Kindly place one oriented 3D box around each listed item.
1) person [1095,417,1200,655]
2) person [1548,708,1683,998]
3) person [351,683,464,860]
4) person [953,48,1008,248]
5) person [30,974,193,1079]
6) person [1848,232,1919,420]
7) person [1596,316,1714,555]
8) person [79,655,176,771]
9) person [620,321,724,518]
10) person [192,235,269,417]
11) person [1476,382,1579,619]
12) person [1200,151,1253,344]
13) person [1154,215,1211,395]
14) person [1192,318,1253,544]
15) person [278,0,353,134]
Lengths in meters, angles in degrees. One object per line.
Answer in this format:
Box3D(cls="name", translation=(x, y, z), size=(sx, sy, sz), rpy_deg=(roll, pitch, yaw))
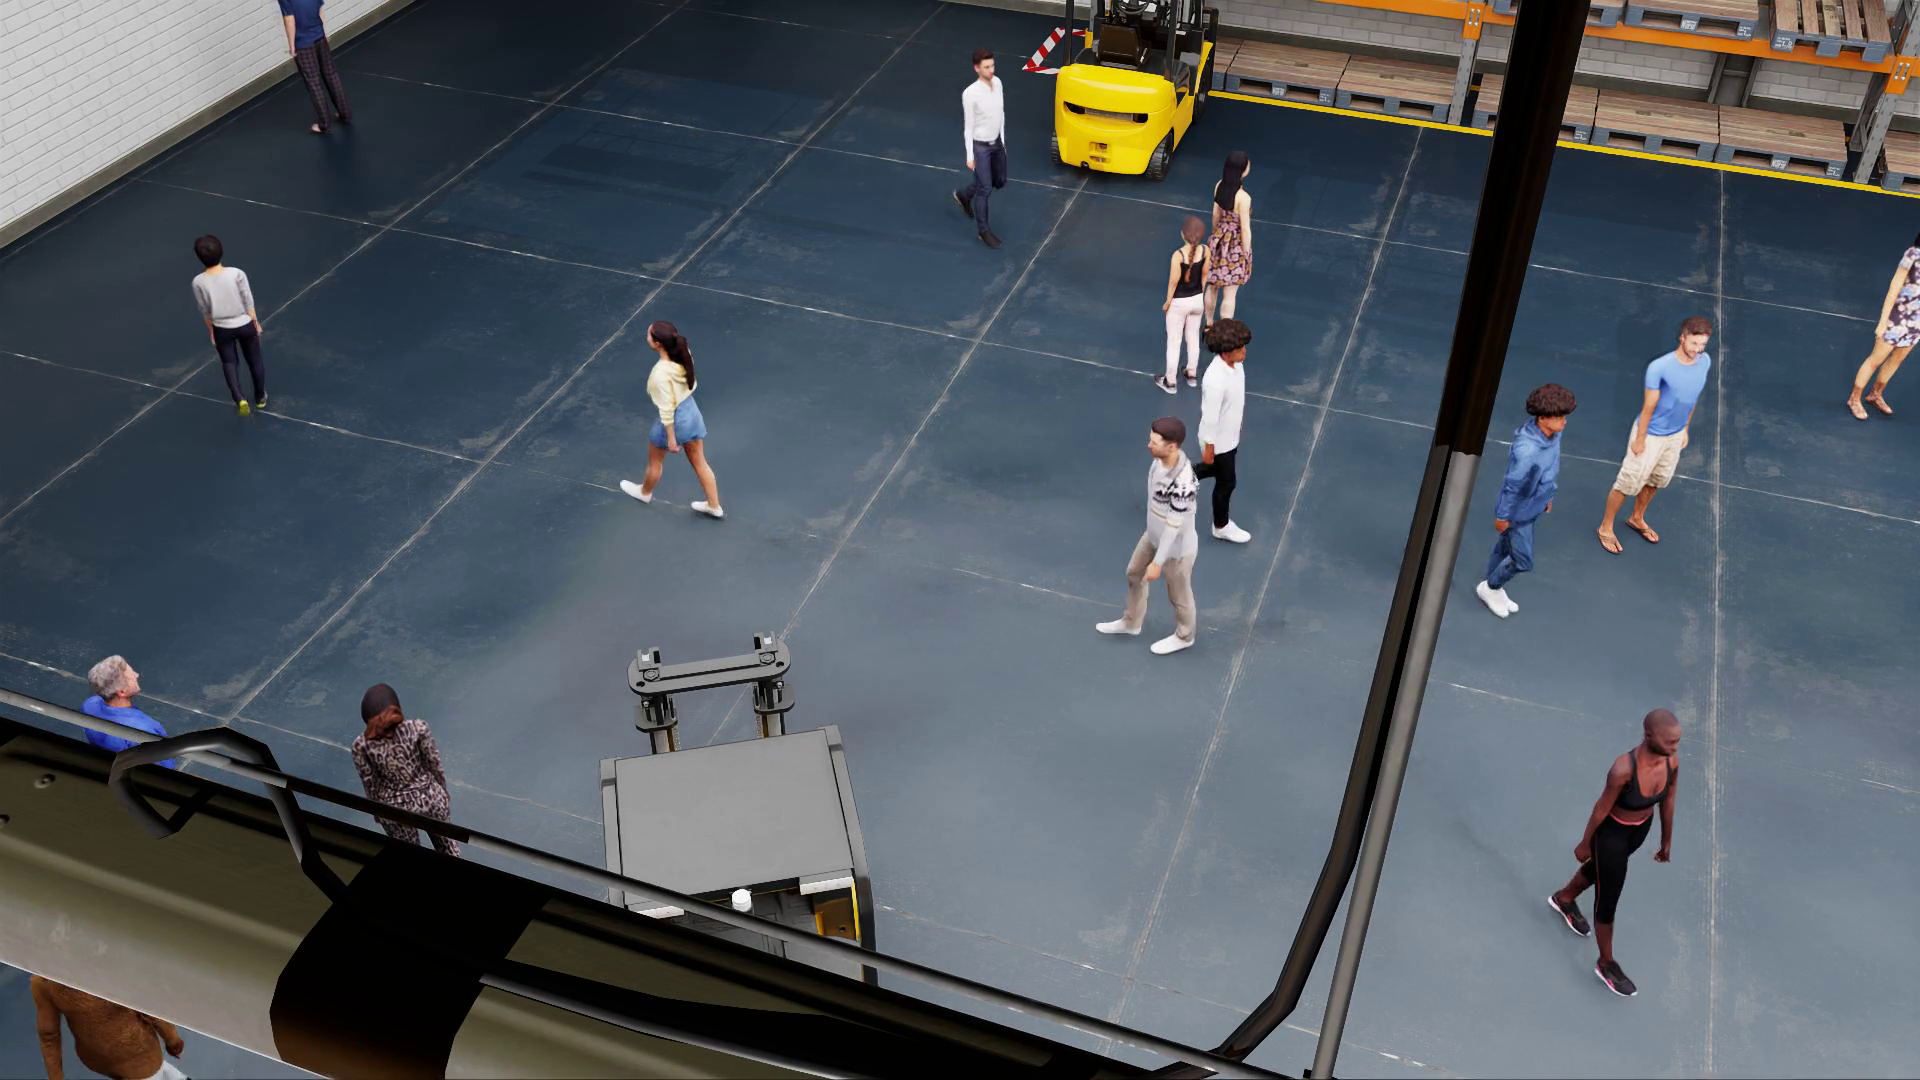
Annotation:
Box3D(cls="person", translation=(1.441, -0.012, 10.713), size=(1.021, 1.840, 0.930), rpy_deg=(-8, 39, -10))
Box3D(cls="person", translation=(3.479, 1.507, 8.890), size=(1.019, 1.741, 1.067), rpy_deg=(-14, 41, -17))
Box3D(cls="person", translation=(-2.973, 1.426, 9.014), size=(0.683, 1.713, 0.741), rpy_deg=(-17, 42, -20))
Box3D(cls="person", translation=(0.168, -3.641, 15.254), size=(0.868, 1.844, 1.046), rpy_deg=(-32, 48, -33))
Box3D(cls="person", translation=(-3.926, 2.331, 7.838), size=(1.219, 1.766, 1.025), rpy_deg=(-1, 39, -1))
Box3D(cls="person", translation=(7.367, -1.753, 12.978), size=(0.653, 1.734, 0.765), rpy_deg=(-8, 39, -10))
Box3D(cls="person", translation=(4.897, -0.768, 11.641), size=(0.708, 1.863, 0.793), rpy_deg=(-13, 40, -15))
Box3D(cls="person", translation=(-4.434, 1.408, 8.960), size=(0.857, 1.808, 0.885), rpy_deg=(22, 43, 25))
Box3D(cls="person", translation=(-1.946, -0.821, 11.923), size=(1.026, 1.594, 0.685), rpy_deg=(14, 41, 17))
Box3D(cls="person", translation=(-5.676, -1.637, 12.988), size=(0.824, 1.540, 0.866), rpy_deg=(-13, 40, -16))
Box3D(cls="person", translation=(3.678, -0.282, 11.085), size=(0.763, 1.797, 0.782), rpy_deg=(29, 47, 32))
Box3D(cls="person", translation=(2.221, -2.388, 13.741), size=(0.862, 1.774, 0.789), rpy_deg=(-22, 44, -26))
Box3D(cls="person", translation=(1.806, -1.895, 13.293), size=(0.613, 1.564, 0.673), rpy_deg=(-16, 41, -19))
Box3D(cls="person", translation=(1.771, -0.791, 11.723), size=(0.964, 1.797, 0.646), rpy_deg=(15, 41, 18))
Box3D(cls="person", translation=(-6.681, -5.130, 17.096), size=(0.633, 1.871, 0.714), rpy_deg=(24, 44, 27))
